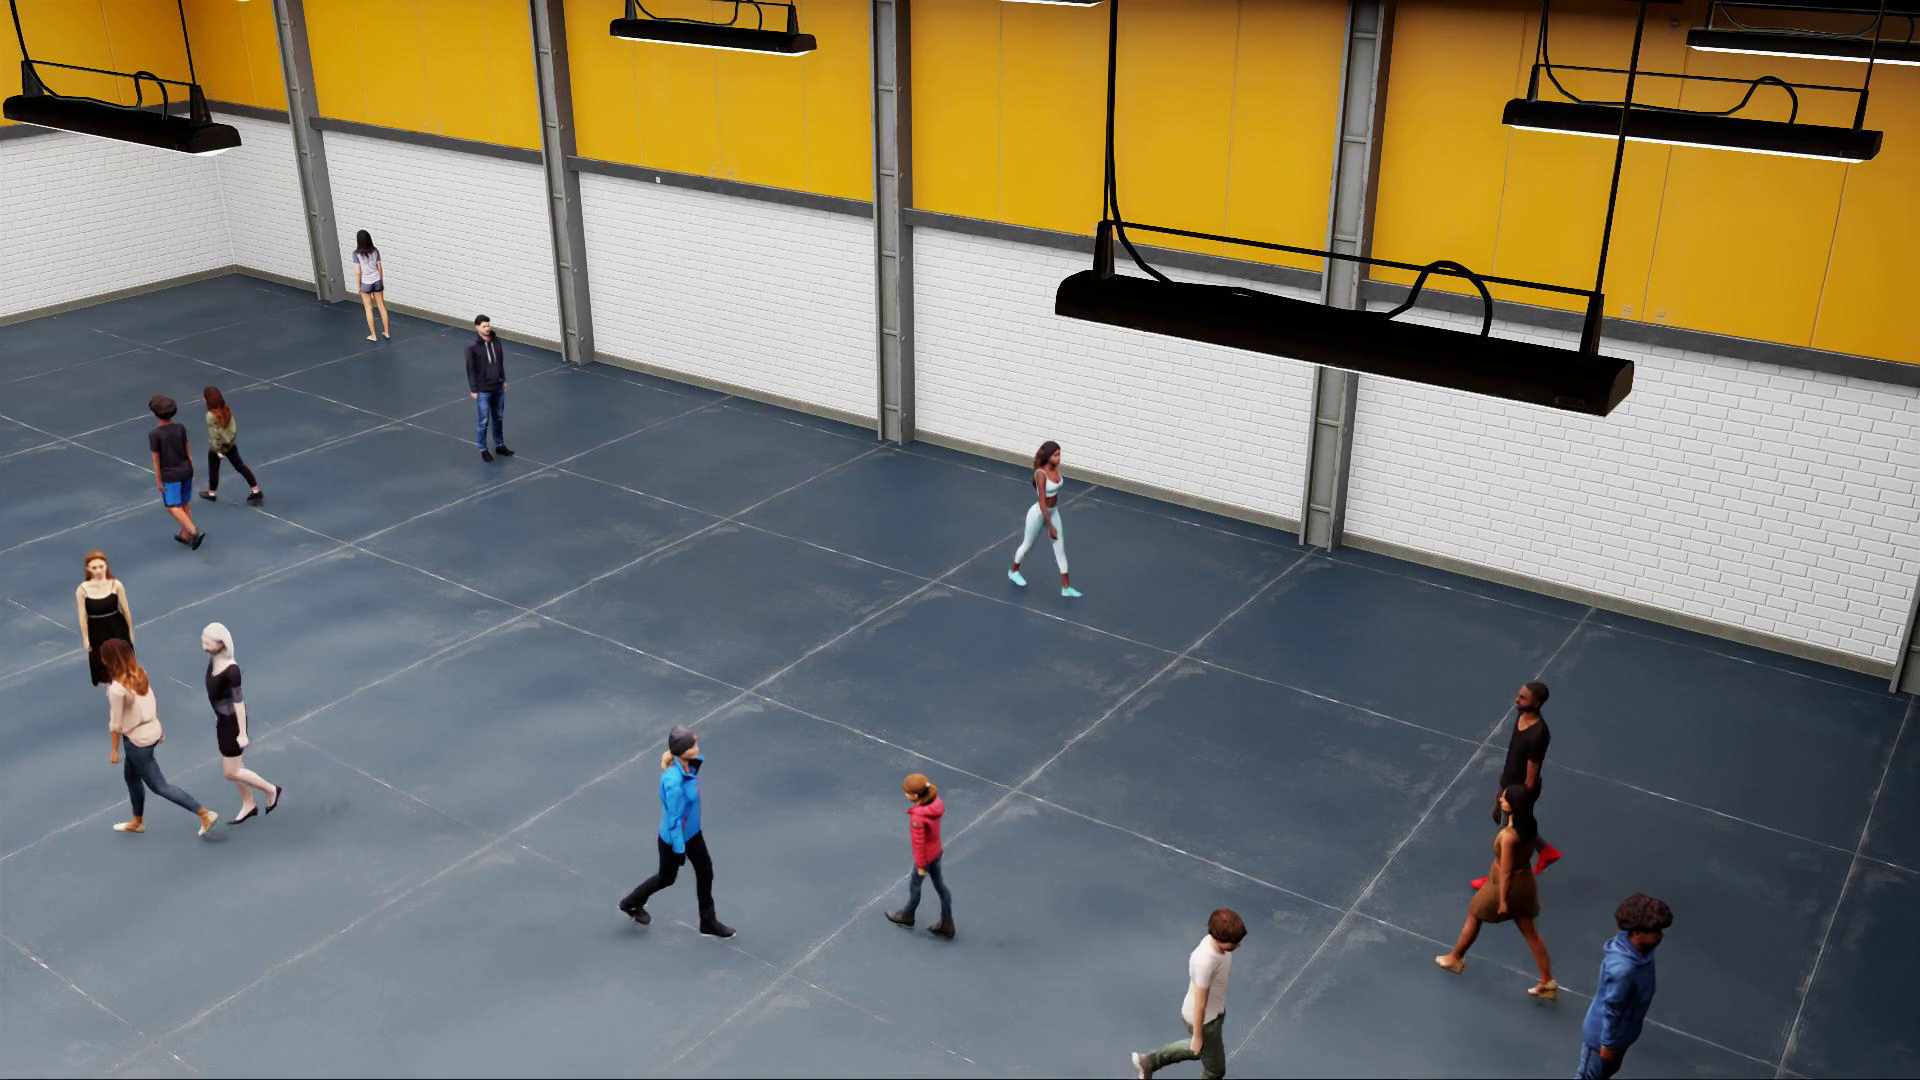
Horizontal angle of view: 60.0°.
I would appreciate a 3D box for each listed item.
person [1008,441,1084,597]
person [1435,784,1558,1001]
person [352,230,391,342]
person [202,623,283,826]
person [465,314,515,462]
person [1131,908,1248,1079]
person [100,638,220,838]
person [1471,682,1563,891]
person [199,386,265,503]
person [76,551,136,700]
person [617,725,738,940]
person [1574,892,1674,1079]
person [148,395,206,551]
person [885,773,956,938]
[{"bbox_3d":[0.805,-0.225,17.318,1.170,1.682,0.650,19,30,37],"label":"person"},{"bbox_3d":[3.819,2.421,11.316,1.087,1.643,0.638,19,30,36],"label":"person"},{"bbox_3d":[-9.148,-3.965,25.811,0.635,1.733,0.598,-18,30,-36],"label":"person"},{"bbox_3d":[-5.725,1.472,13.264,0.751,1.819,0.667,-19,30,-37],"label":"person"},{"bbox_3d":[-5.954,-1.945,20.993,0.583,1.892,0.692,19,30,36],"label":"person"},{"bbox_3d":[1.428,2.910,10.221,1.053,1.623,0.734,12,26,25],"label":"person"},{"bbox_3d":[-6.334,1.597,13.062,1.210,1.753,1.007,1,24,2],"label":"person"},{"bbox_3d":[4.272,1.852,12.429,1.024,1.793,0.906,2,24,6],"label":"person"},{"bbox_3d":[-8.612,-1.096,19.614,1.109,1.440,0.809,6,24,13],"label":"person"},{"bbox_3d":[-7.676,0.831,14.990,0.765,1.613,0.884,-12,26,-25],"label":"person"},{"bbox_3d":[-2.085,2.108,11.881,1.201,1.763,0.891,5,24,12],"label":"person"},{"bbox_3d":[3.927,2.903,10.017,0.639,1.799,0.714,21,31,39],"label":"person"},{"bbox_3d":[-8.591,-0.707,18.299,0.934,1.780,0.592,16,28,32],"label":"person"},{"bbox_3d":[-0.163,2.305,12.027,0.804,1.285,0.583,10,26,23],"label":"person"}]
